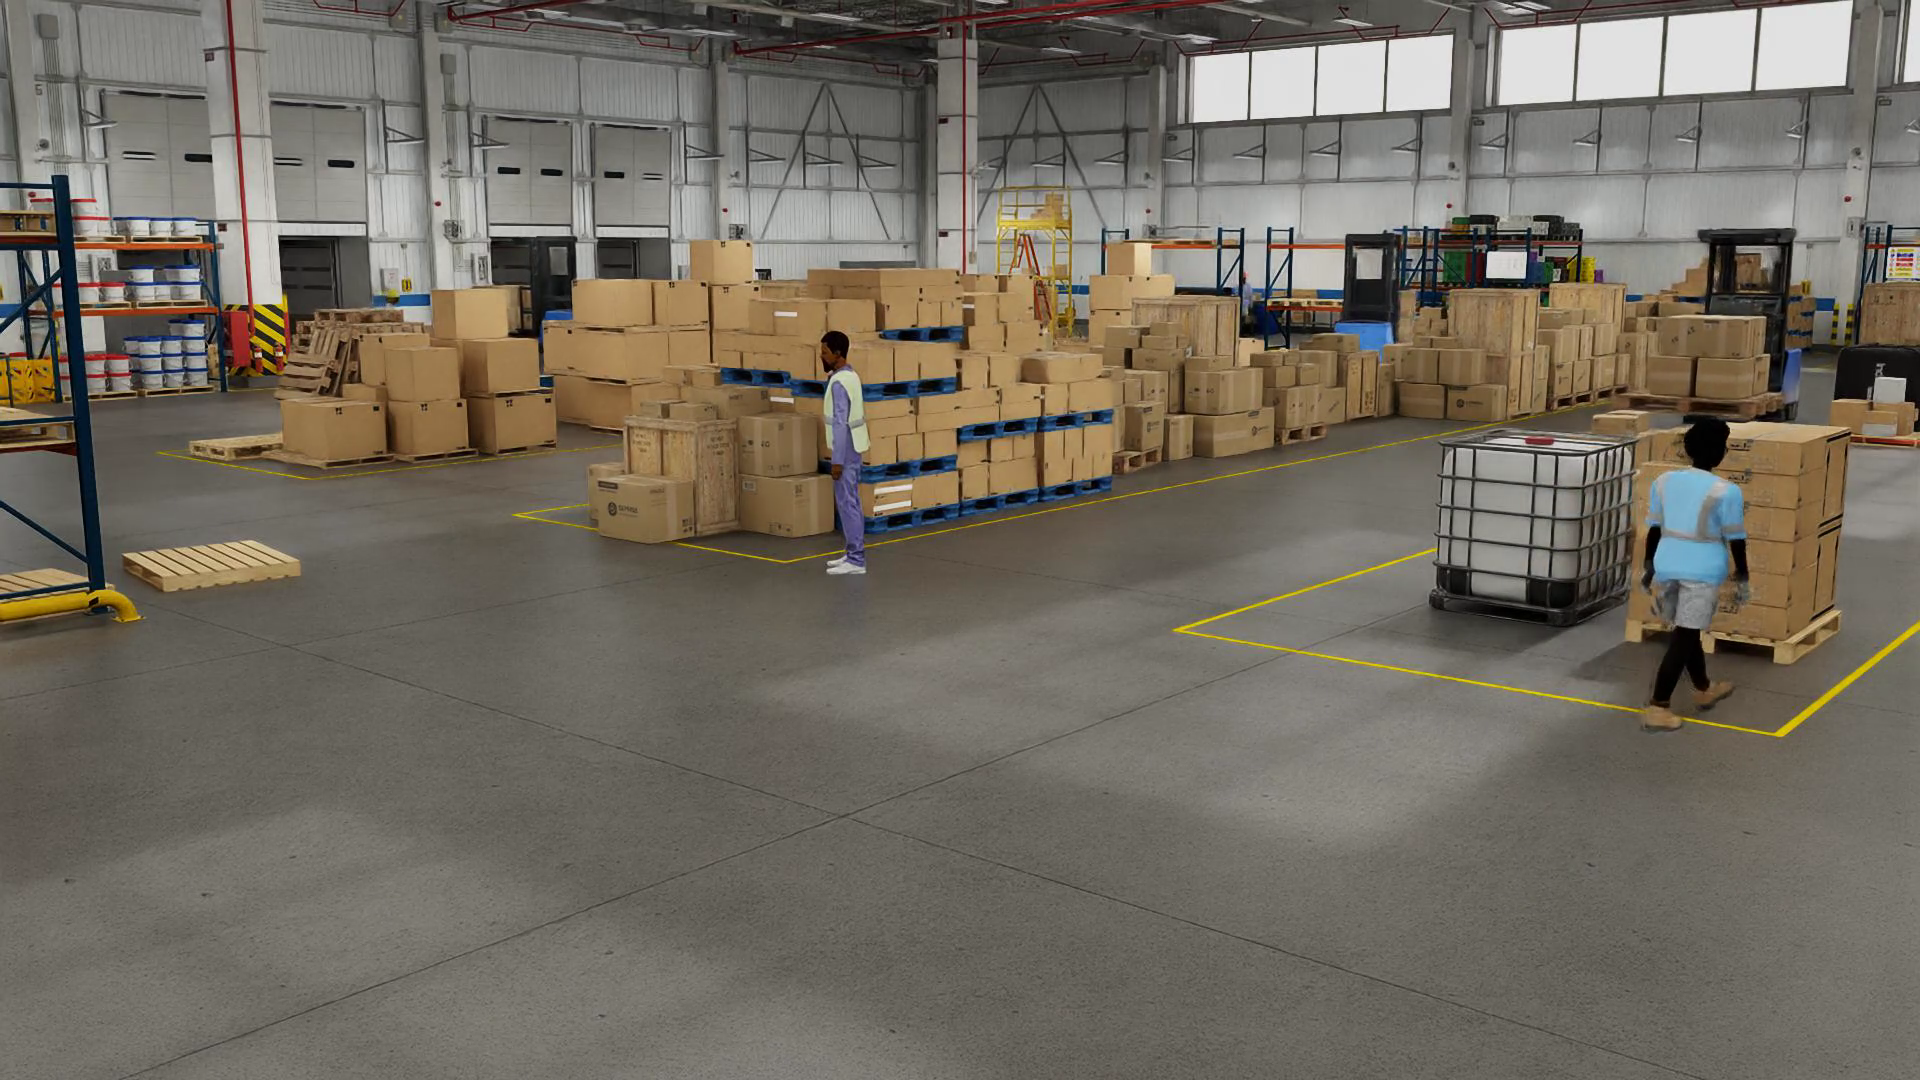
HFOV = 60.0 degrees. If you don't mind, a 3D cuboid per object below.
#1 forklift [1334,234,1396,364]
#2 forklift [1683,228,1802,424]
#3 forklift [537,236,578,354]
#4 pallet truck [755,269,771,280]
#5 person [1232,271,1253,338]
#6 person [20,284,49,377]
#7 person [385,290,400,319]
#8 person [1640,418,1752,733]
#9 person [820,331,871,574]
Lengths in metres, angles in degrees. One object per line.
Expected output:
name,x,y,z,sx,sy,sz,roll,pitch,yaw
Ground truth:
forklift,8.122,-4.689,33.088,1.129,2.768,1.873,4,11,22
forklift,11.380,-3.079,23.924,1.129,2.768,1.873,8,13,39
forklift,-9.433,-5.765,39.215,1.873,2.768,1.129,8,13,40
pallet truck,-4.996,-6.432,45.525,1.885,1.965,0.823,-6,12,-32
person,7.783,-6.499,46.144,0.586,1.906,0.800,6,12,32
person,-17.826,-4.012,32.118,0.614,1.865,0.493,2,10,9
person,-11.646,-4.293,34.216,0.911,1.690,0.502,1,10,5
person,3.958,0.178,8.870,0.864,1.646,0.552,-5,11,-26
person,-0.900,-0.685,13.078,0.387,1.908,0.585,0,10,1
